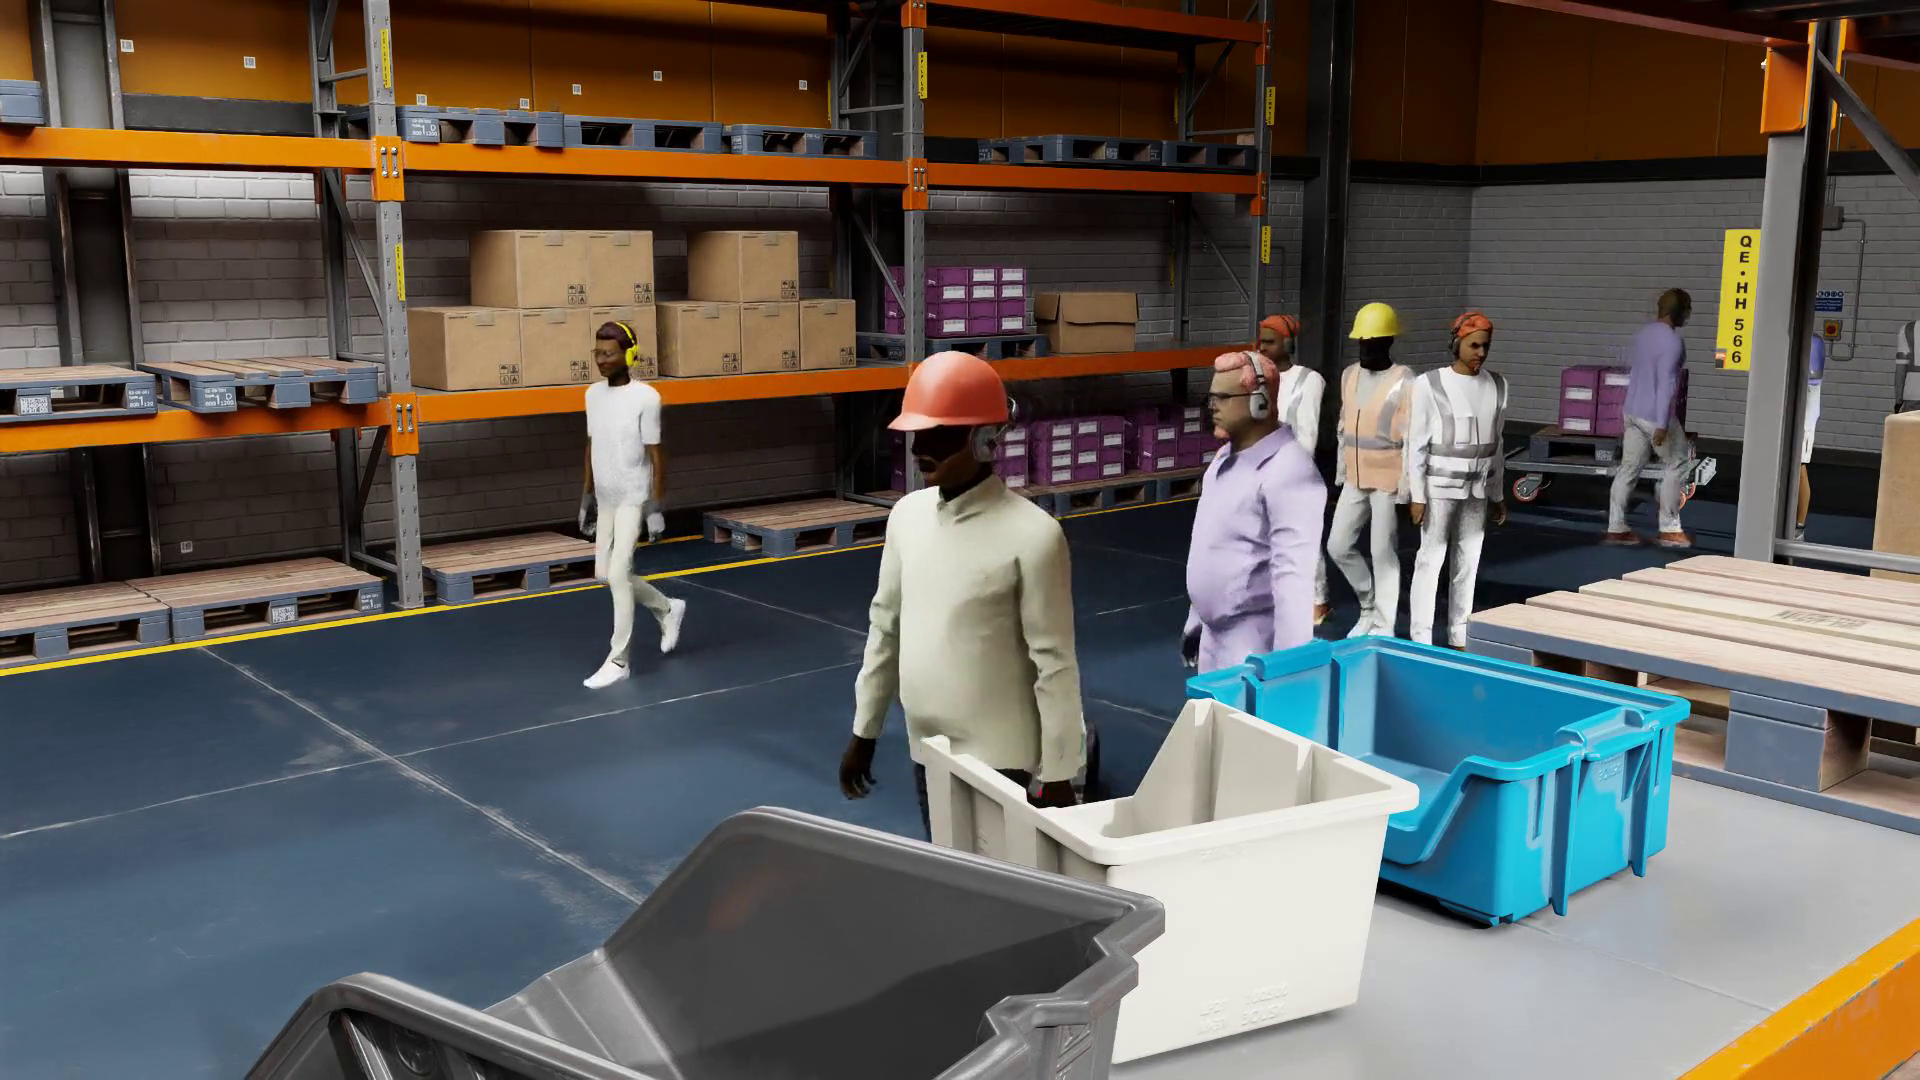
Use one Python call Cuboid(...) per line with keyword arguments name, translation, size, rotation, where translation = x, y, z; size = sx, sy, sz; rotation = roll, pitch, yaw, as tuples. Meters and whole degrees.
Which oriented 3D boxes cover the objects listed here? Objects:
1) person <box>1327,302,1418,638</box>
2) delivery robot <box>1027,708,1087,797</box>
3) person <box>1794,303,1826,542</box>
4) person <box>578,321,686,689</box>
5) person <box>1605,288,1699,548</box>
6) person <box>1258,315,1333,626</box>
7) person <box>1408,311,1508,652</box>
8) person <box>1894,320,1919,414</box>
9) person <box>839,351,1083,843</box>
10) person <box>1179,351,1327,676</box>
Cuboid(name="person", translation=(2.238, -0.325, 9.041), size=(0.437, 1.917, 0.638), rotation=(-6, 12, -29))
Cuboid(name="delivery robot", translation=(0.316, 0.749, 6.594), size=(0.477, 0.478, 0.707), rotation=(0, 10, 1))
Cuboid(name="person", translation=(6.113, -0.901, 12.253), size=(0.375, 1.927, 0.543), rotation=(2, 10, 9))
Cuboid(name="person", translation=(-1.704, -0.204, 8.560), size=(0.533, 1.849, 0.742), rotation=(7, 12, 35))
Cuboid(name="person", translation=(5.165, -0.889, 12.231), size=(0.763, 1.903, 0.664), rotation=(-1, 10, -6))
Cuboid(name="person", translation=(1.833, -0.367, 9.541), size=(0.969, 1.839, 0.573), rotation=(-9, 14, -41))
Cuboid(name="person", translation=(2.600, -0.244, 8.692), size=(0.593, 1.887, 0.343), rotation=(-3, 11, -19))
Cuboid(name="person", translation=(8.130, -1.208, 13.941), size=(0.543, 1.939, 0.362), rotation=(9, 13, 40))
Cuboid(name="person", translation=(-0.062, 0.524, 4.124), size=(0.655, 1.971, 0.639), rotation=(-7, 12, -33))
Cuboid(name="person", translation=(0.966, 0.317, 5.529), size=(0.600, 1.891, 0.676), rotation=(-2, 10, -11))
